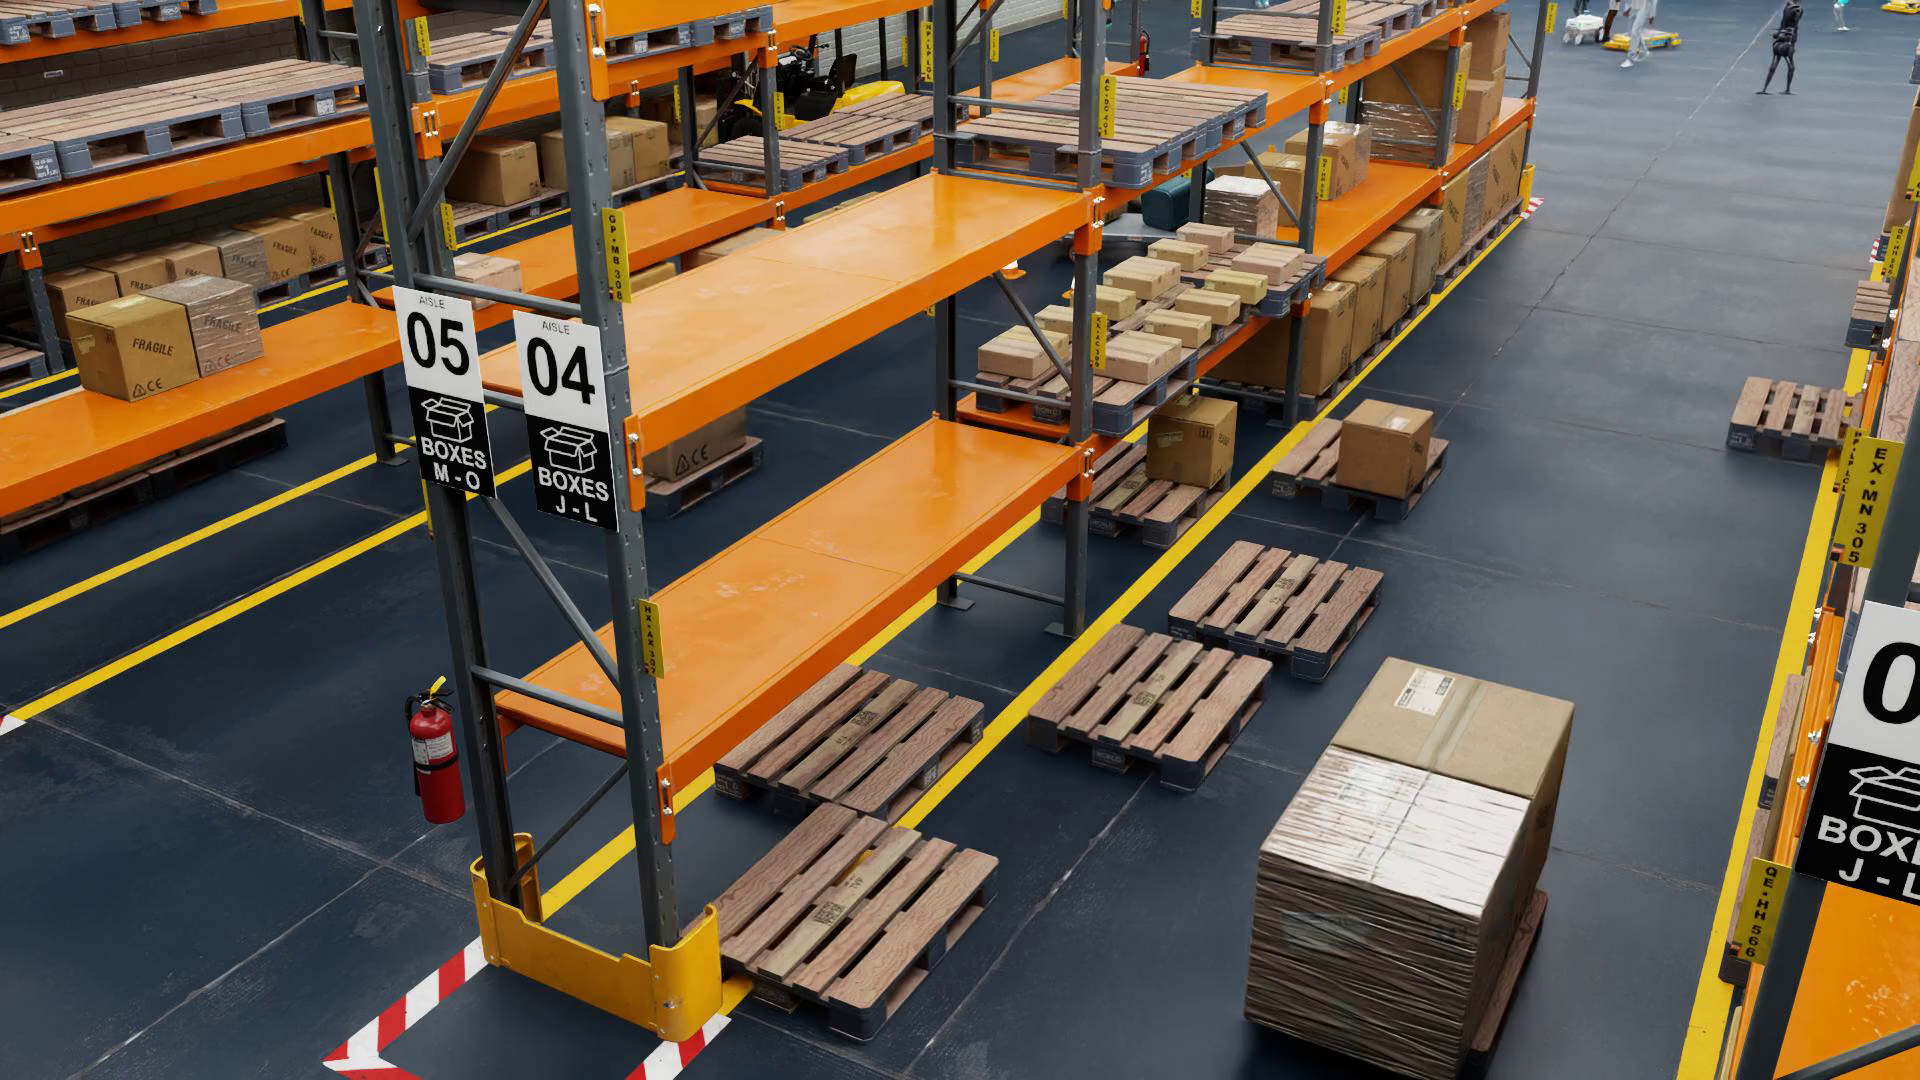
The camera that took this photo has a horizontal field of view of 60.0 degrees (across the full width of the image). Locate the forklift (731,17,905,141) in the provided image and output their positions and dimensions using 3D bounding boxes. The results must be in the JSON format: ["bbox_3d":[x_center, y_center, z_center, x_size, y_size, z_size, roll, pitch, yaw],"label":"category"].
[{"bbox_3d":[-1.819,-5.975,21.543,2.313,2.155,1.214,14,29,26],"label":"forklift"}]

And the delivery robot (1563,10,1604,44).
[{"bbox_3d":[11.496,-9.443,30.618,0.774,0.581,0.499,-16,30,-29],"label":"delivery robot"}]

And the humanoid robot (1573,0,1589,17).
[{"bbox_3d":[11.893,-10.491,31.529,0.616,1.662,0.358,-21,33,-36],"label":"humanoid robot"}]

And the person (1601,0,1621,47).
[{"bbox_3d":[11.900,-9.924,30.016,0.390,1.956,0.611,9,27,19],"label":"person"}]

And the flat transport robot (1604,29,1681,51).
[{"bbox_3d":[12.406,-9.070,30.189,1.431,0.231,0.659,-18,31,-33],"label":"flat transport robot"}]

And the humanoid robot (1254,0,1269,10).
[{"bbox_3d":[5.707,-10.578,31.737,0.735,1.877,0.538,12,28,23],"label":"humanoid robot"}]

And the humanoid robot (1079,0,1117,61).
[{"bbox_3d":[2.242,-8.801,27.981,0.869,1.783,0.551,1,26,2],"label":"humanoid robot"}]

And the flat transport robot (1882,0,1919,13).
[{"bbox_3d":[19.790,-11.043,34.289,1.431,0.231,0.659,-13,28,-24],"label":"flat transport robot"}]

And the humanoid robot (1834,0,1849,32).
[{"bbox_3d":[16.749,-10.404,31.351,0.707,1.865,0.530,-2,26,-3],"label":"humanoid robot"}]

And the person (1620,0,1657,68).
[{"bbox_3d":[11.587,-8.985,28.169,0.740,1.882,0.625,-9,27,-18],"label":"person"}]

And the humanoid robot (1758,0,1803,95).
[{"bbox_3d":[12.872,-7.745,25.829,0.611,1.638,0.608,1,26,3],"label":"humanoid robot"}]
